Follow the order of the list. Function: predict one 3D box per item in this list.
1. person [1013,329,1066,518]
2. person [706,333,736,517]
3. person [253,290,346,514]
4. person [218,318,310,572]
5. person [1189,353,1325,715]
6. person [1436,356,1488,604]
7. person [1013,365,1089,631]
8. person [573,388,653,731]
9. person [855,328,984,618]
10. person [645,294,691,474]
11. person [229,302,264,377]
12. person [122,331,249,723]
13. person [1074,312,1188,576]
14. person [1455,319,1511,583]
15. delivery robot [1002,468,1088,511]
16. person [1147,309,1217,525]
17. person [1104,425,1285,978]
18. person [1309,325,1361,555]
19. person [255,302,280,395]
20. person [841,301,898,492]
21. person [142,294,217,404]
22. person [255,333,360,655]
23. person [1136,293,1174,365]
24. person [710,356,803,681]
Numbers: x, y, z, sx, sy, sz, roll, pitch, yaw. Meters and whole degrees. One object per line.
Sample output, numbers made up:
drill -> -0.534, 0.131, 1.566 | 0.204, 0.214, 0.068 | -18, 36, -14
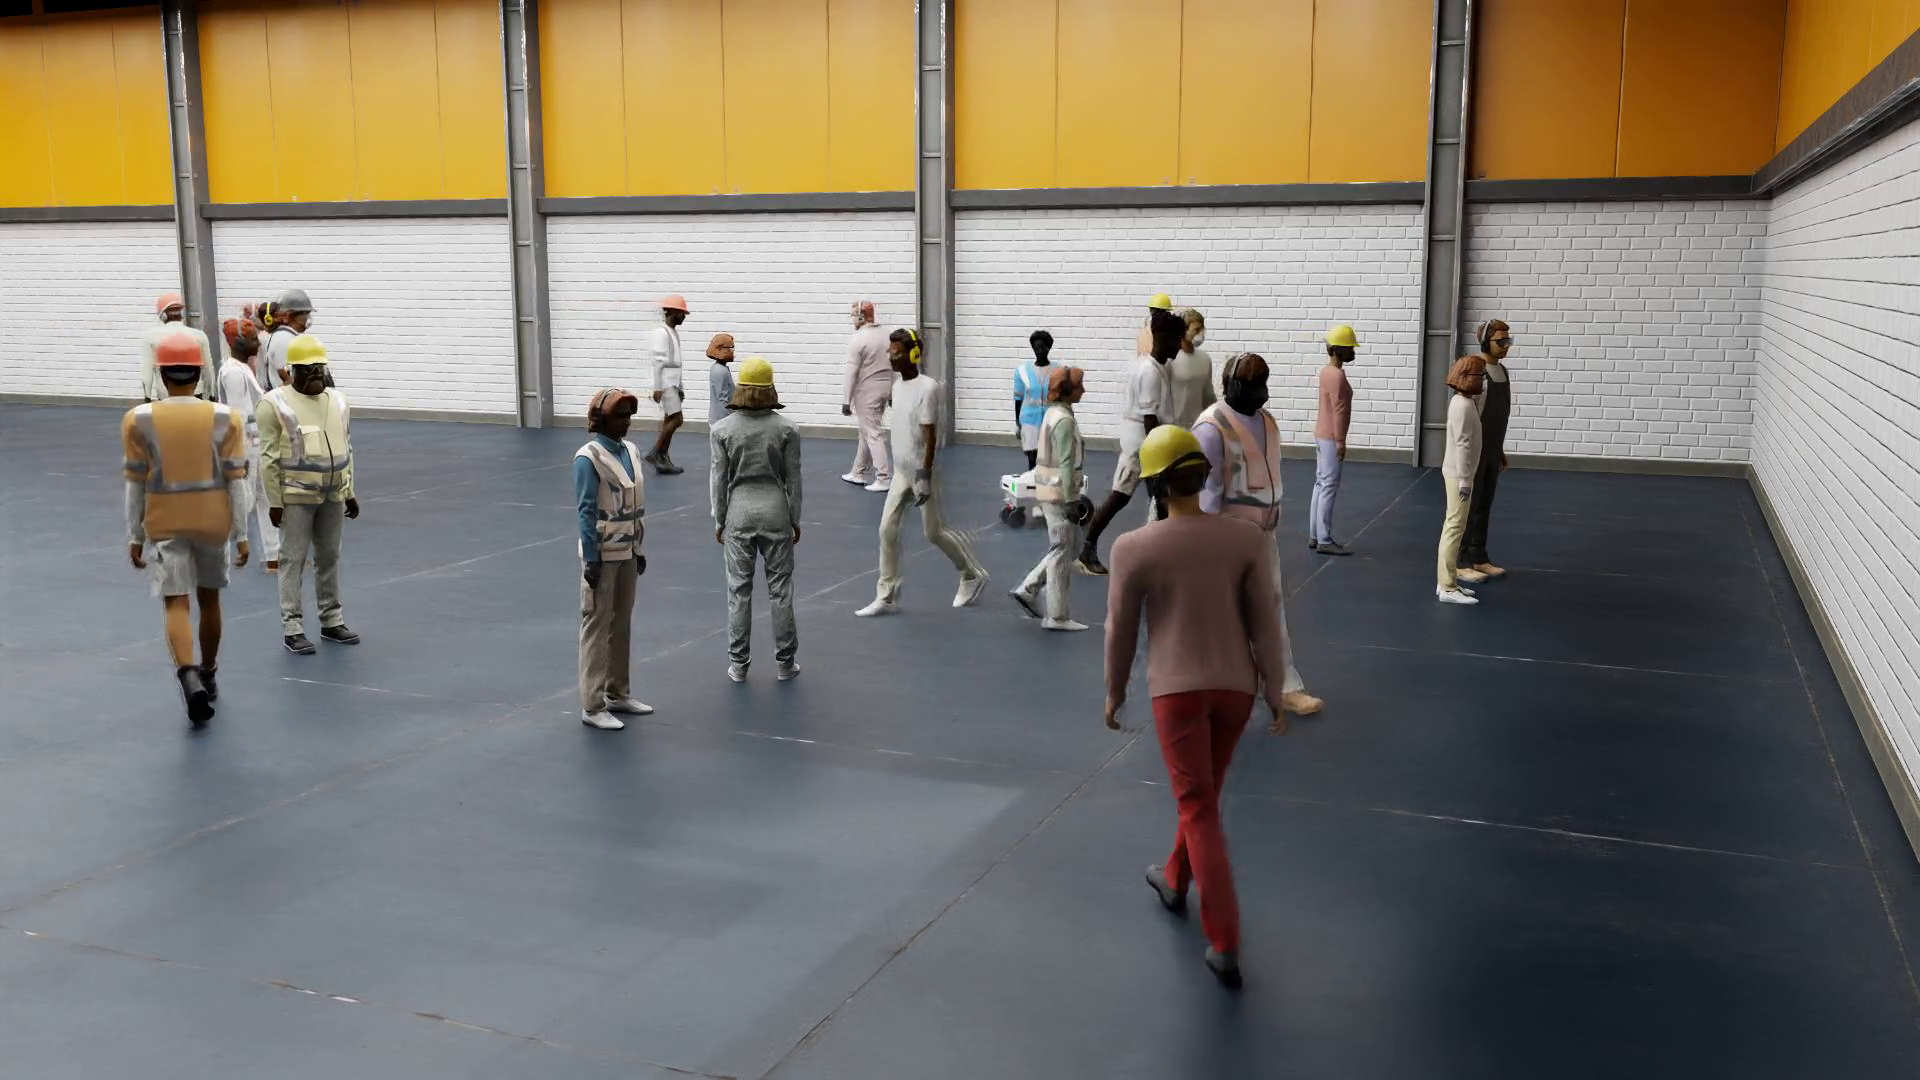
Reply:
person -> 0.738, -1.061, 14.895 | 0.530, 1.663, 0.807 | 0, 9, 2
person -> -2.067, -0.989, 14.565 | 0.283, 1.633, 0.497 | -2, 10, -14
person -> -5.825, -1.182, 14.506 | 0.721, 2.000, 0.695 | -2, 10, -14
person -> -5.170, -0.650, 11.848 | 0.826, 1.859, 0.582 | -3, 10, -19
person -> 1.380, -0.046, 8.384 | 0.645, 1.798, 0.973 | -8, 13, -42
person -> 3.328, -0.403, 11.012 | 0.264, 1.632, 0.508 | 2, 10, 14
person -> 0.597, -0.245, 10.083 | 0.392, 1.630, 0.527 | 0, 9, 0
person -> -1.684, 0.084, 8.052 | 0.311, 1.636, 0.523 | 3, 10, 17
person -> -0.234, -0.431, 10.606 | 0.889, 1.831, 0.519 | -7, 12, -38
person -> -3.074, -1.643, 17.681 | 0.420, 1.913, 0.588 | 1, 9, 8
person -> -7.169, -1.499, 17.019 | 1.012, 1.843, 0.652 | -8, 12, -39
person -> -3.790, -0.069, 8.186 | 0.544, 1.906, 0.886 | -5, 11, -28
person -> 1.280, -0.663, 11.807 | 1.025, 1.903, 0.621 | 3, 10, 17
person -> 3.708, -0.630, 11.752 | 0.506, 1.846, 0.351 | -9, 13, -42
delivery robot -> 0.726, -0.449, 14.271 | 0.707, 0.478, 0.477 | -2, 10, -14
person -> 1.738, -0.764, 12.418 | 0.991, 1.888, 0.652 | 9, 13, 43
person -> 0.745, 0.487, 5.403 | 0.533, 1.689, 0.915 | -2, 10, -13
person -> 2.906, -0.772, 12.854 | 0.326, 1.767, 0.533 | 0, 9, 1
person -> -6.782, -1.412, 16.421 | 0.309, 1.868, 0.534 | -4, 10, -24
person -> -0.989, -1.422, 16.462 | 0.892, 1.866, 0.653 | 7, 11, 35
person -> -7.706, -1.451, 16.439 | 0.666, 1.924, 0.975 | -4, 10, -25
person -> -3.740, -0.273, 9.622 | 0.404, 1.834, 0.591 | 6, 11, 33
person -> 2.121, -1.683, 17.890 | 0.366, 1.926, 0.587 | -5, 11, -27
person -> -1.082, -0.109, 8.903 | 0.487, 1.744, 0.297 | -1, 9, -6
